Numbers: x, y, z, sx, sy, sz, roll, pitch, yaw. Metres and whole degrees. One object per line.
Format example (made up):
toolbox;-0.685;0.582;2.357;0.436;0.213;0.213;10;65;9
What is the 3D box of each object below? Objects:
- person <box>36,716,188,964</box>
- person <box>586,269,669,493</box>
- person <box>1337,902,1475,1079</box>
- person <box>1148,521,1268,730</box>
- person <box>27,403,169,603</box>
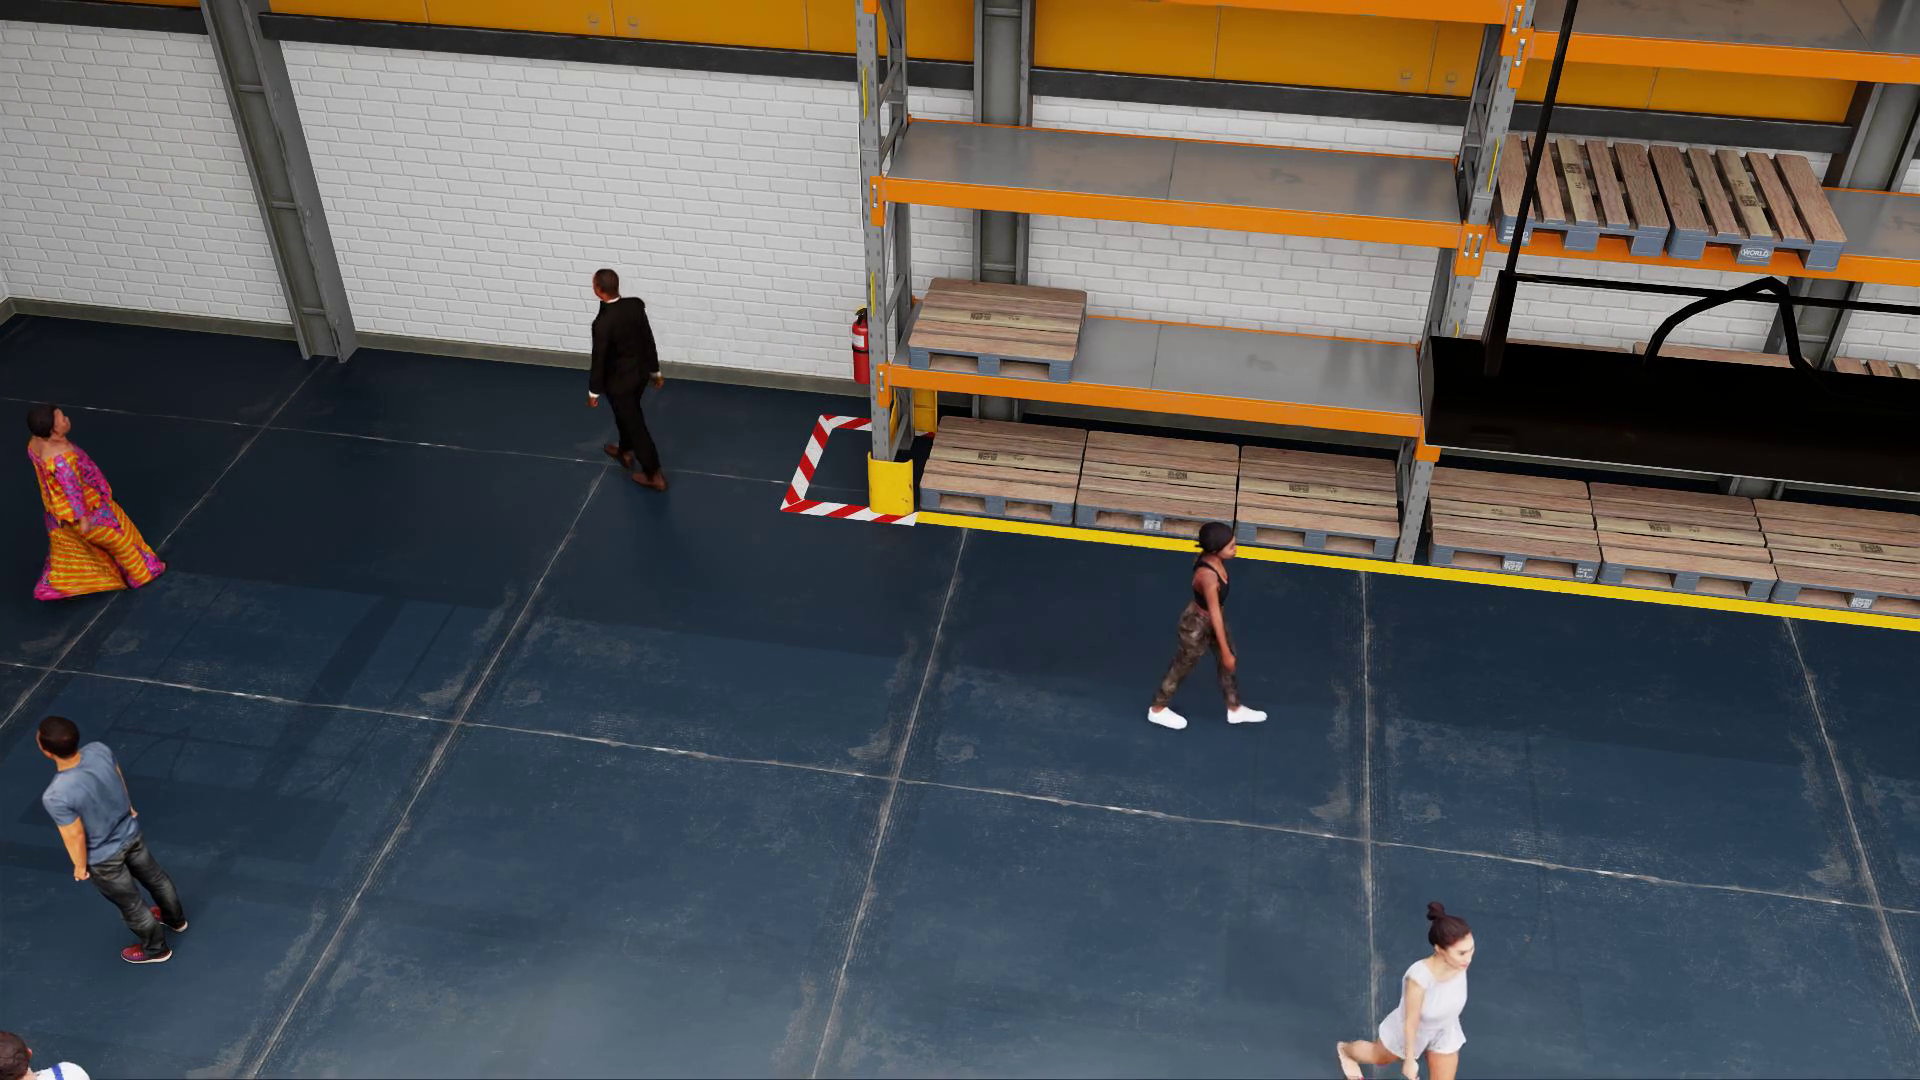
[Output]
person;-4.688;1.648;9.165;0.530;1.810;0.641;8;39;9
person;-2.463;-1.178;12.643;1.098;1.887;0.951;21;43;24
person;2.268;2.419;8.392;1.052;1.570;1.028;-17;42;-20
person;1.453;0.574;10.626;1.005;1.666;0.627;10;40;12
person;-6.260;-0.247;11.653;1.157;1.667;1.079;28;46;30
